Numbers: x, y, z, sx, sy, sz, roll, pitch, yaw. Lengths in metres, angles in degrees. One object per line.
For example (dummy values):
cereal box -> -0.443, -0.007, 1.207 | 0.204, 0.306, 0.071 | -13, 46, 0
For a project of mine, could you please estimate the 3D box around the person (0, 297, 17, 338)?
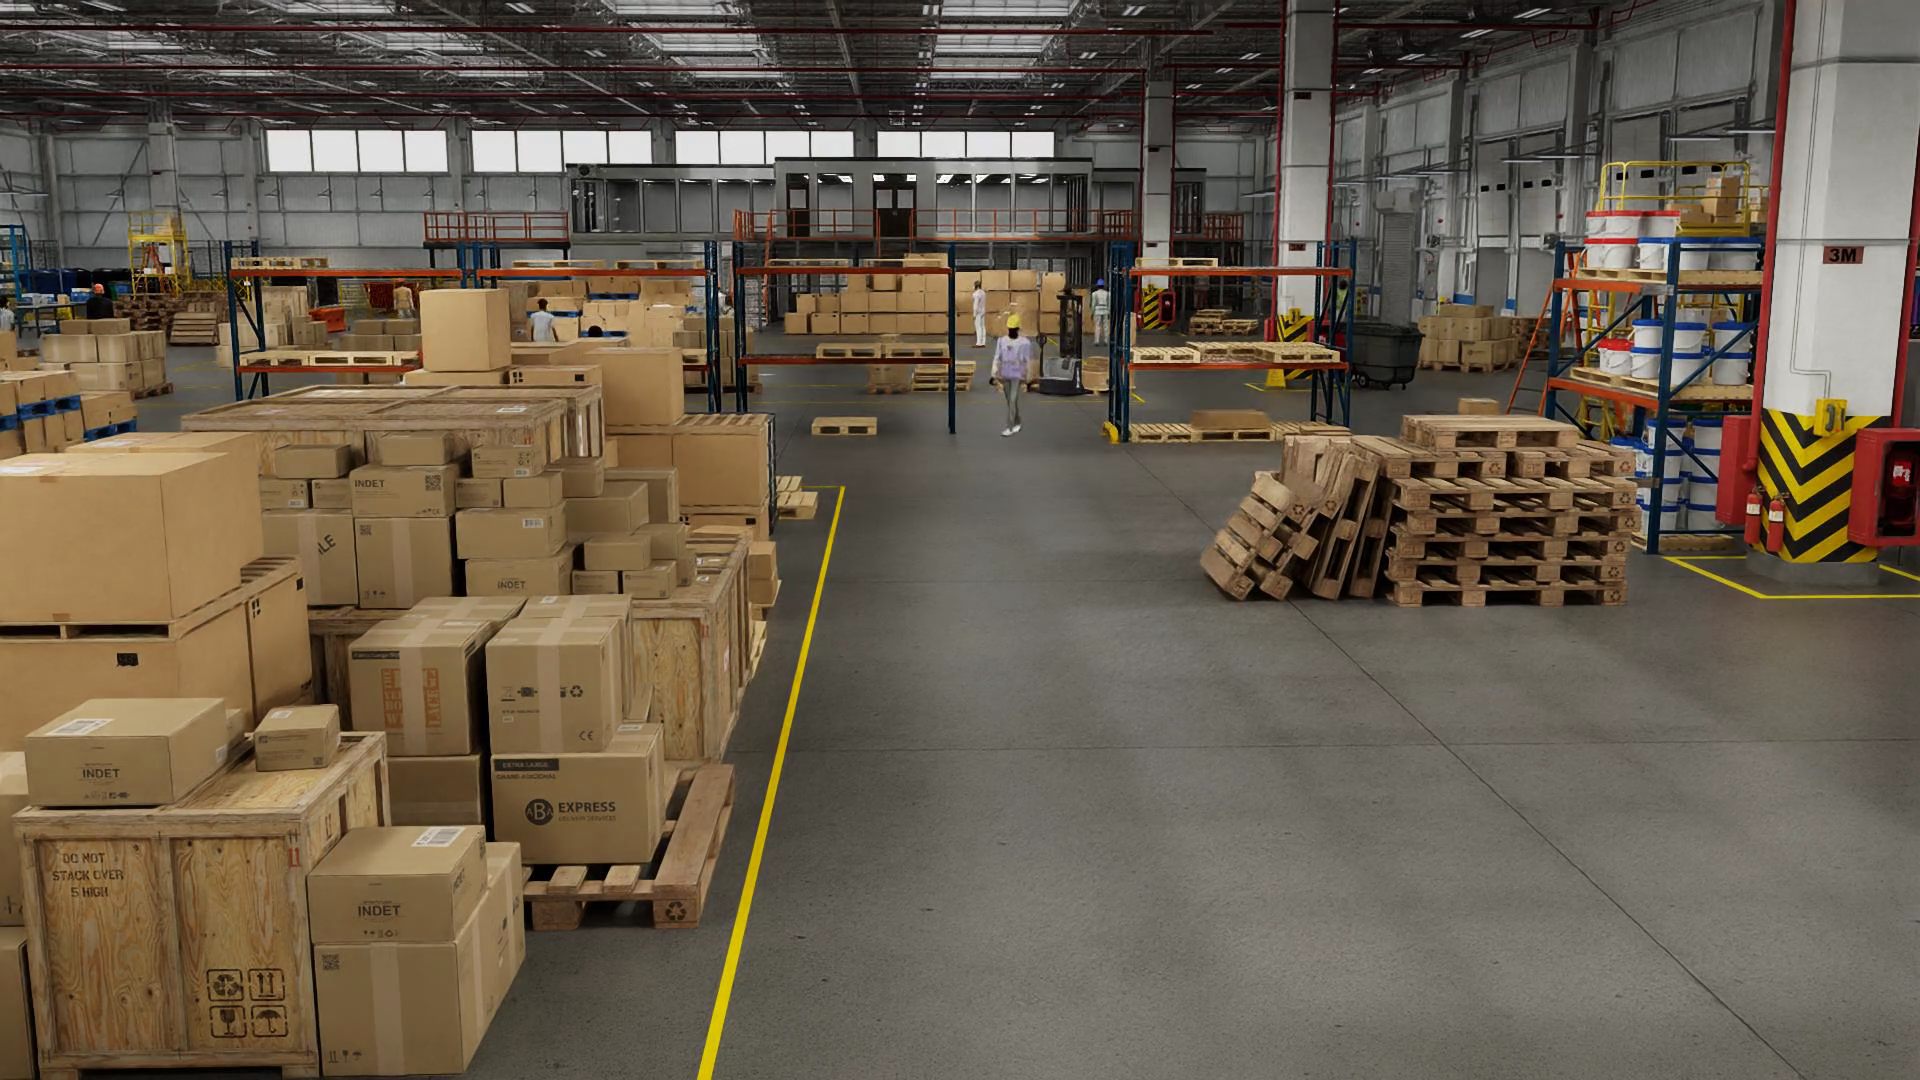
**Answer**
person -> -21.485, -4.548, 37.334 | 0.596, 1.819, 0.891 | 0, 10, 2

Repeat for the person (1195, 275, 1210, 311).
person -> 10.393, -10.749, 71.355 | 0.616, 1.985, 0.413 | 4, 11, 19

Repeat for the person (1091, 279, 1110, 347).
person -> 4.077, -6.564, 48.142 | 0.602, 1.949, 0.391 | -3, 11, -14

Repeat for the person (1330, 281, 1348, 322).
person -> 12.054, -7.335, 52.854 | 0.660, 1.809, 0.495 | -4, 11, -19

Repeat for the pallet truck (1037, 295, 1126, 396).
pallet truck -> 2.483, -3.881, 33.060 | 1.885, 1.965, 0.823 | -7, 13, -36

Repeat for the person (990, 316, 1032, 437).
person -> 0.832, -2.595, 26.238 | 0.596, 1.883, 0.949 | 5, 11, 28

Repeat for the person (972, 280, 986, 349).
person -> 0.537, -6.420, 47.368 | 0.362, 1.938, 0.631 | 5, 11, 25

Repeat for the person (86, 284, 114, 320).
person -> -21.352, -5.366, 41.334 | 0.613, 1.997, 0.374 | -6, 12, -30

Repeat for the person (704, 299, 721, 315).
person -> -5.852, -4.876, 39.429 | 0.510, 1.685, 0.687 | 3, 11, 15

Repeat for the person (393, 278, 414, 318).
person -> -17.787, -7.430, 53.163 | 0.601, 1.889, 0.827 | -3, 11, -15

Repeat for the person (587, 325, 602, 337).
person -> -4.934, -1.939, 22.499 | 0.602, 1.911, 0.384 | 0, 10, -1

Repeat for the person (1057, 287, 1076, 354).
person -> 2.883, -5.965, 45.189 | 0.827, 1.808, 0.659 | -8, 13, -38

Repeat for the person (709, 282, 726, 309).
person -> -6.824, -6.302, 46.712 | 0.549, 1.936, 0.377 | -1, 10, -7

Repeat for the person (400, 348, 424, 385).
person -> -5.982, -1.248, 18.740 | 0.621, 1.867, 0.502 | -2, 10, -9

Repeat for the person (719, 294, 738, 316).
person -> -5.271, -4.717, 38.203 | 0.521, 1.832, 0.394 | 5, 12, 28

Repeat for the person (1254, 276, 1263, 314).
person -> 12.393, -10.295, 68.985 | 0.366, 1.926, 0.594 | -3, 11, -14

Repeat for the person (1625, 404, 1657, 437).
person -> 8.936, -1.641, 21.491 | 0.556, 1.659, 0.818 | -7, 12, -35

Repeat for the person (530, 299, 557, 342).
person -> -8.791, -4.112, 34.808 | 0.767, 1.840, 0.534 | -2, 10, -9
